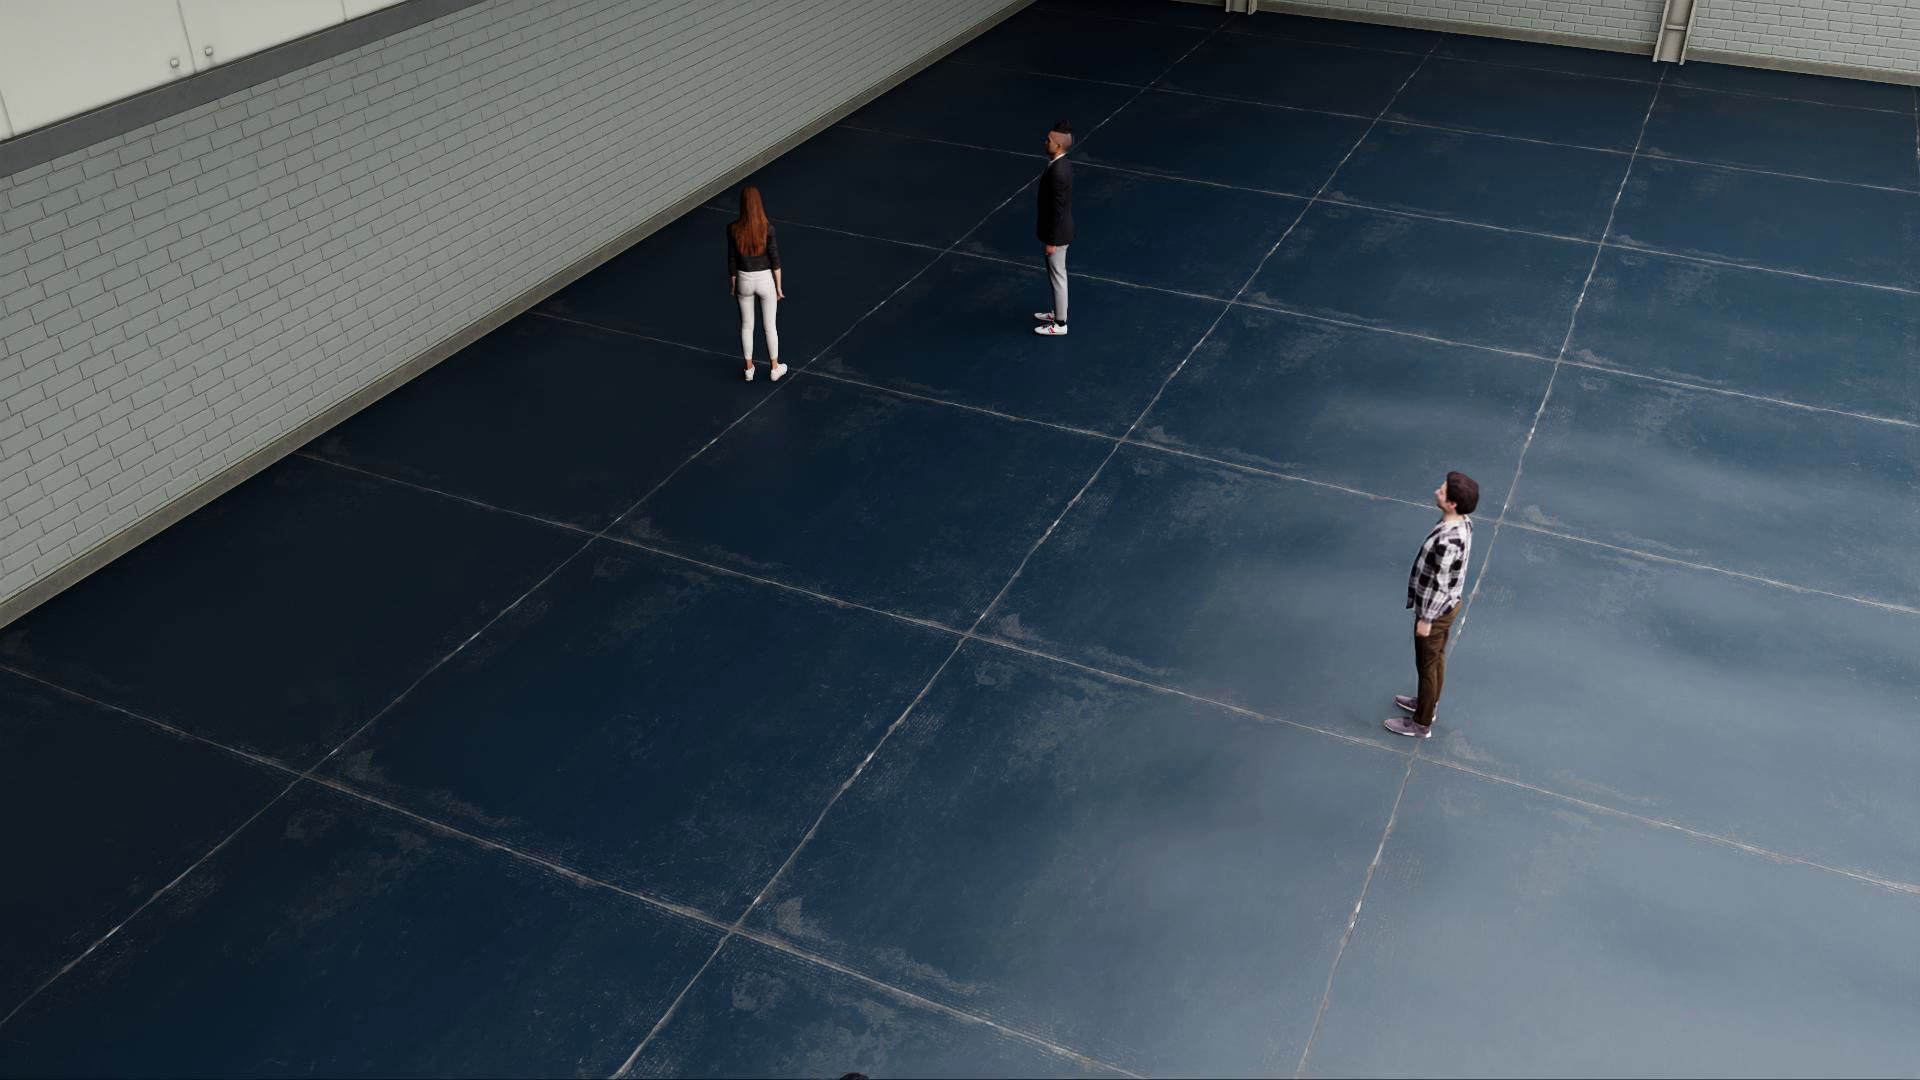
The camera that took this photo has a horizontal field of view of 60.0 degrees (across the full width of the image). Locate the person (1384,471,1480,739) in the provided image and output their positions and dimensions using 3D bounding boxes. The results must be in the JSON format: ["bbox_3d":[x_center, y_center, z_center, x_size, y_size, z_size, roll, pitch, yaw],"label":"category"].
[{"bbox_3d":[2.848,0.384,9.912,0.538,1.808,0.635,16,36,24],"label":"person"}]

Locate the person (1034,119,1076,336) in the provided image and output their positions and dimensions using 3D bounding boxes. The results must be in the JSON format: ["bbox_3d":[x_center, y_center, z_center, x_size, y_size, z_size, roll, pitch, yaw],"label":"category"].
[{"bbox_3d":[0.861,-2.785,14.802,0.735,1.950,0.788,2,32,3],"label":"person"}]

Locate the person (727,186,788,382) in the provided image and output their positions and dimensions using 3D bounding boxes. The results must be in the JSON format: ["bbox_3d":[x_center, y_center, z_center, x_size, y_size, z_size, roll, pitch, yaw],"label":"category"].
[{"bbox_3d":[-1.732,-2.161,14.045,0.580,1.703,0.727,2,32,4],"label":"person"}]
